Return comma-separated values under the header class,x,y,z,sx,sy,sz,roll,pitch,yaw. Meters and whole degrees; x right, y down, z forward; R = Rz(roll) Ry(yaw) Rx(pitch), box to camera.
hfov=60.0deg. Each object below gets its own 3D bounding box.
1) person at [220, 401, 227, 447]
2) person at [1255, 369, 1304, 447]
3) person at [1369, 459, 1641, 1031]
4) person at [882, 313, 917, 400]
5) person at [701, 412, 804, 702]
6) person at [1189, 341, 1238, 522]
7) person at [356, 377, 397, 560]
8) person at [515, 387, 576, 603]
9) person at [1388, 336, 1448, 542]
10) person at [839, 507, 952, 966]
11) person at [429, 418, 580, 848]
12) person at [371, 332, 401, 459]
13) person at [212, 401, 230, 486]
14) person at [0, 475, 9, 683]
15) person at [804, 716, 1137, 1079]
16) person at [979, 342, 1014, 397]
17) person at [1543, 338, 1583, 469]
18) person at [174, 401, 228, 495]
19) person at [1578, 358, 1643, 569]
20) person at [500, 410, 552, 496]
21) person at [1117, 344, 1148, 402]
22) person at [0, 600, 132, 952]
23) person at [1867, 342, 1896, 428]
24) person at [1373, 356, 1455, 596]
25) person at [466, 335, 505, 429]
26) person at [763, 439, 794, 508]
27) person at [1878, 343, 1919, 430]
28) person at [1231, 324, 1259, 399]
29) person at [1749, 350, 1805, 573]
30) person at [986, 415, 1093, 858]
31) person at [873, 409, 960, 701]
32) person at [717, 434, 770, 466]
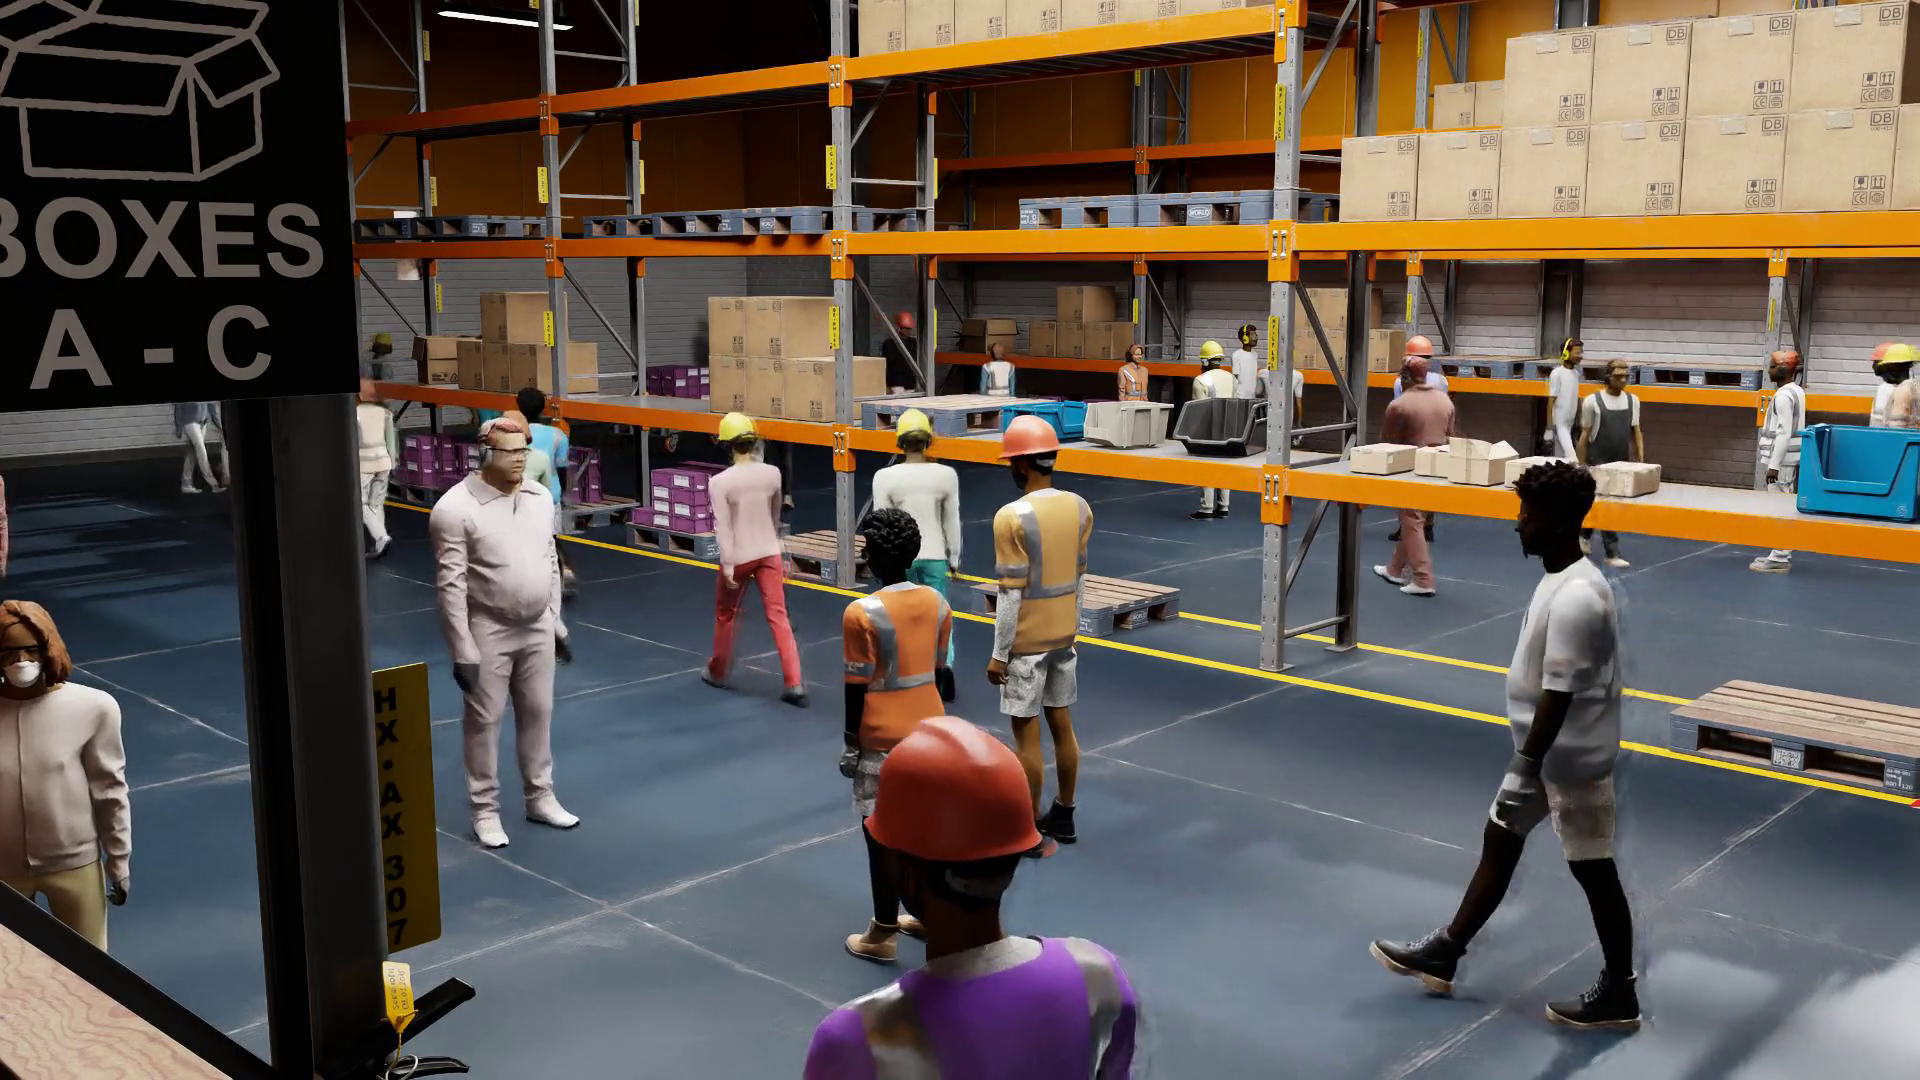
class,x,y,z,sx,sy,sz,roll,pitch,yaw
person,-6.984,-1.058,16.496,0.626,1.868,0.973,-2,9,-10
person,3.363,-1.207,17.618,0.508,1.820,0.996,-1,9,-3
person,1.885,0.694,5.596,0.960,1.921,0.633,2,9,13
person,-0.699,-2.102,22.679,0.643,1.943,0.982,-6,11,-31
person,-1.245,0.101,9.899,0.522,1.718,0.933,-6,11,-33
person,2.546,-1.101,16.901,0.601,1.830,0.404,-8,12,-39
person,-5.111,-0.603,14.485,0.500,1.618,0.542,8,12,39
person,-3.167,-0.310,12.533,0.540,1.682,0.626,-7,11,-36
person,4.266,-0.934,15.544,0.545,1.941,0.350,-3,10,-17
person,-0.237,0.720,6.175,0.321,1.689,0.530,7,12,38
person,-2.024,0.405,7.453,0.403,1.906,0.691,7,12,37
person,-7.779,-1.921,22.253,0.694,1.723,0.492,-7,12,-38
person,-8.662,-1.557,19.739,0.531,1.817,0.639,1,9,6
person,-5.771,0.144,9.611,0.525,1.721,0.908,-6,11,-32
person,-0.059,1.199,2.614,0.569,1.888,0.957,-7,12,-36
person,0.507,-1.767,21.631,0.523,1.618,0.637,-6,11,-31
person,6.330,-1.143,17.101,0.767,1.846,0.555,8,13,42
person,-8.576,-1.287,18.791,0.839,1.589,0.492,2,10,15
person,5.641,-0.699,14.541,0.533,1.808,0.937,-2,9,-11
person,-3.062,-0.095,11.446,0.517,1.587,0.832,-6,11,-35
person,2.122,-1.582,20.438,0.513,1.641,0.307,-8,13,-42
person,-2.682,0.969,4.849,0.493,1.625,0.281,-4,10,-24
person,8.573,-0.889,15.449,0.986,1.886,0.563,8,12,39
person,3.522,-0.518,13.190,0.672,1.868,0.818,-5,11,-30
person,-5.614,-1.525,19.565,0.571,1.807,0.652,3,10,17
person,-1.998,-1.274,17.501,0.628,1.975,0.469,-1,9,-9
person,8.274,-0.762,14.585,0.535,1.908,0.608,6,11,33
person,3.540,-1.721,20.567,0.317,1.876,0.531,9,13,43
person,6.932,-0.662,14.049,0.337,1.882,0.585,6,11,34
person,0.322,0.418,7.275,0.362,1.934,0.543,9,13,44
person,-0.244,0.115,9.714,0.532,1.751,0.574,-3,10,-16
person,-2.205,-1.181,17.061,0.637,1.938,0.355,2,10,15
